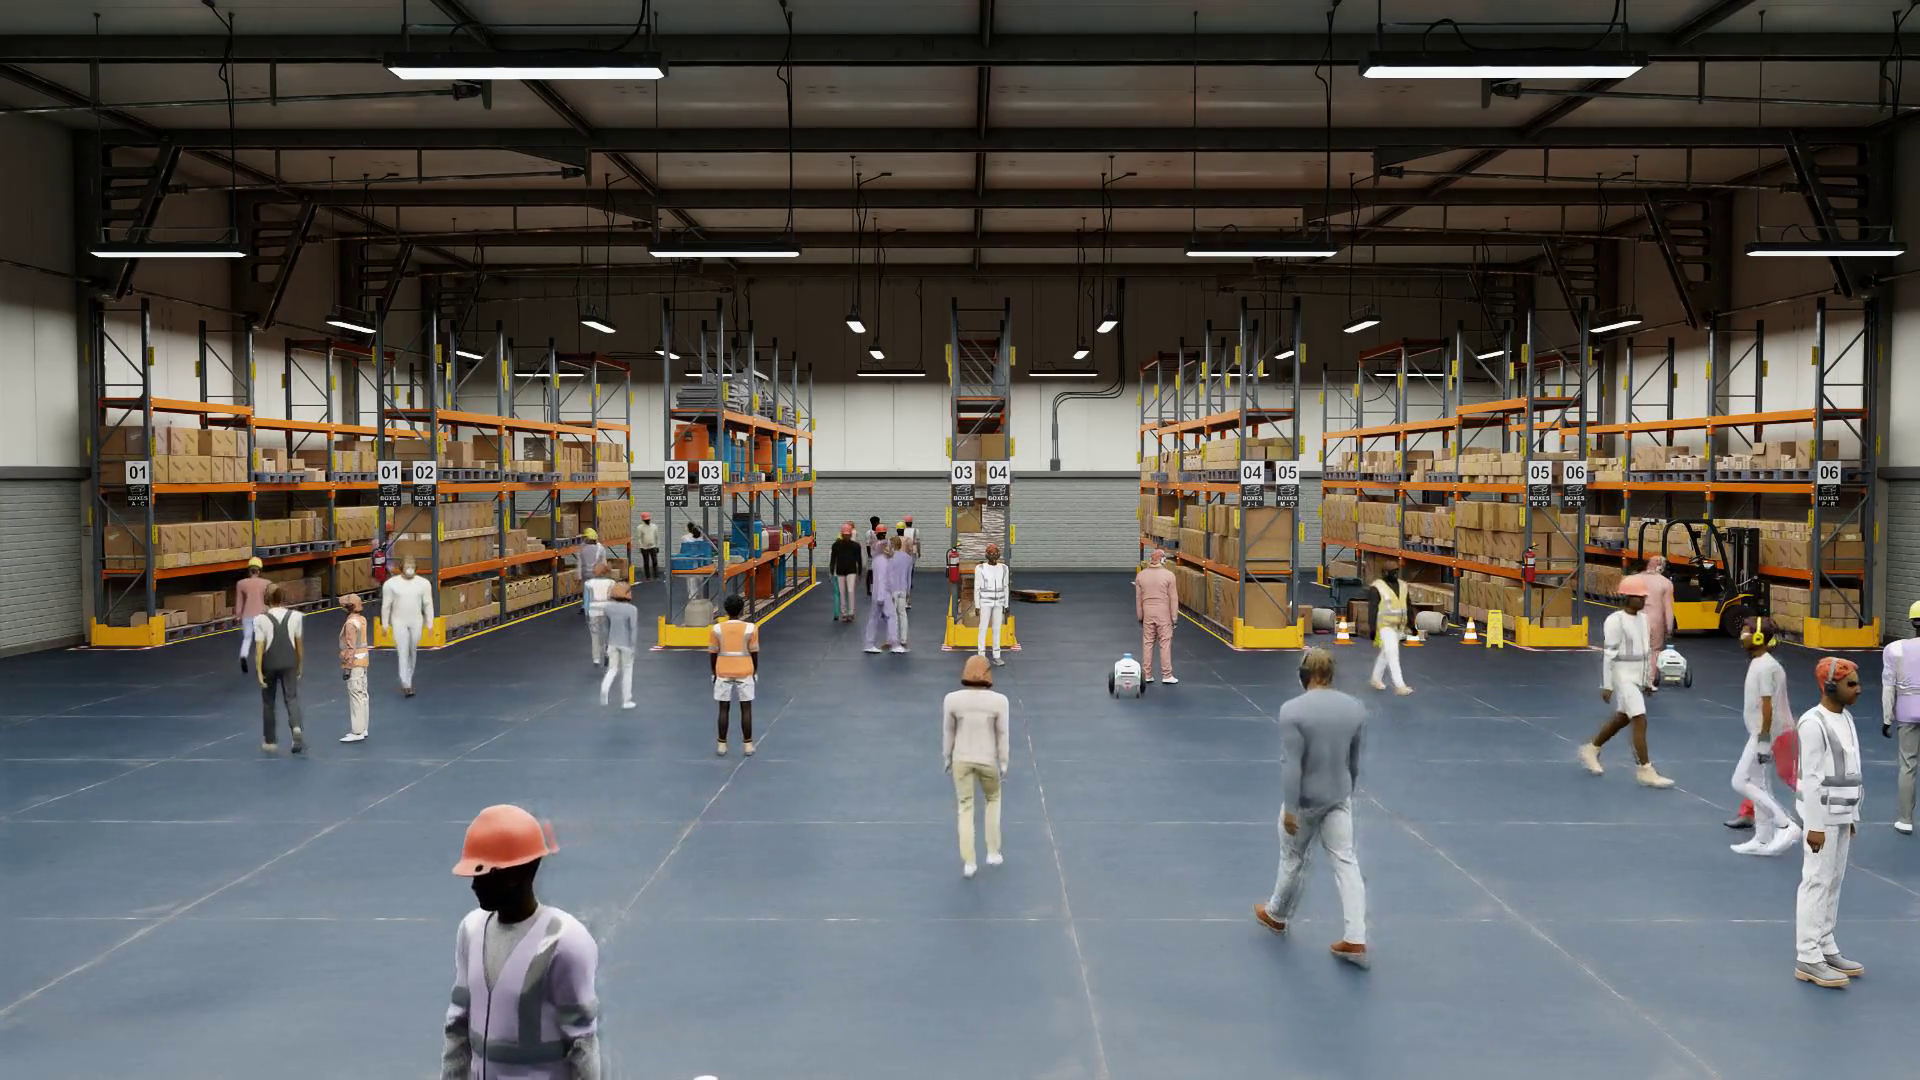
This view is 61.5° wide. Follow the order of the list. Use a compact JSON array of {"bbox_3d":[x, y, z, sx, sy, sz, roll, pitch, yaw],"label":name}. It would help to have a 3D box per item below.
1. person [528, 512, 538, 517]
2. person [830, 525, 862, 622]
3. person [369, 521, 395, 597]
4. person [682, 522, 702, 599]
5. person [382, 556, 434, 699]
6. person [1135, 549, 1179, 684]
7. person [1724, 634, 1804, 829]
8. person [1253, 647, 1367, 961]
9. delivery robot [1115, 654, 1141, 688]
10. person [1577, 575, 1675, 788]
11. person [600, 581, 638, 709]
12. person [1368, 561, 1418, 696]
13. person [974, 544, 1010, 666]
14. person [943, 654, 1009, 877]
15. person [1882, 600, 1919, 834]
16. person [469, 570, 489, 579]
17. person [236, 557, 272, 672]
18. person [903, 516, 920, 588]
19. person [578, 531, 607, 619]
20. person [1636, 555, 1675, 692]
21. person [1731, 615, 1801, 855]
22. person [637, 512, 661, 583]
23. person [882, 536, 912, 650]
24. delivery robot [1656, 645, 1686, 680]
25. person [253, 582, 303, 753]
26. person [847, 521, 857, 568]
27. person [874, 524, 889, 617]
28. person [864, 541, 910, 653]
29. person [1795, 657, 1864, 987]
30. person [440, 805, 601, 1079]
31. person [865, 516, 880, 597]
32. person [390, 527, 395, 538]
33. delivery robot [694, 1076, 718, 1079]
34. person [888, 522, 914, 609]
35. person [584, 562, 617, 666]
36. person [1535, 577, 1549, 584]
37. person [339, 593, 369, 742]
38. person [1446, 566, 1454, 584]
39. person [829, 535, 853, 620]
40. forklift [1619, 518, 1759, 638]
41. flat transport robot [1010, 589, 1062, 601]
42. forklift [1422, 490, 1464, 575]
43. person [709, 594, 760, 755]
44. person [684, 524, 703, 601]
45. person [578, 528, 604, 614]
[{"bbox_3d":[-12.065,0.171,45.370,0.965,1.931,0.638,2,3,43],"label":"person"},{"bbox_3d":[-2.313,0.677,32.400,0.625,1.953,0.945,0,2,7],"label":"person"},{"bbox_3d":[-11.778,0.612,33.116,0.632,2.029,0.580,0,2,10],"label":"person"},{"bbox_3d":[-6.394,0.478,38.711,0.565,1.844,0.741,0,2,4],"label":"person"},{"bbox_3d":[-7.371,1.149,21.593,0.641,1.877,1.042,-1,3,-31],"label":"person"},{"bbox_3d":[2.813,1.080,22.890,0.638,1.907,0.408,1,3,32],"label":"person"},{"bbox_3d":[6.776,1.553,13.378,0.761,1.712,0.534,0,2,4],"label":"person"},{"bbox_3d":[2.215,1.602,10.043,0.653,1.881,1.043,-1,2,-24],"label":"person"},{"bbox_3d":[2.245,1.769,21.645,0.477,0.478,0.707,0,2,5],"label":"delivery robot"},{"bbox_3d":[6.400,1.326,15.567,0.615,2.011,1.010,-2,3,-37],"label":"person"},{"bbox_3d":[-4.282,1.324,20.258,0.513,1.617,0.585,1,2,17],"label":"person"},{"bbox_3d":[5.850,1.174,21.946,0.633,1.801,0.950,-1,3,-29],"label":"person"},{"bbox_3d":[0.497,1.007,24.999,0.574,1.881,0.357,-1,2,-21],"label":"person"},{"bbox_3d":[0.126,1.656,12.040,0.502,1.613,0.619,0,2,6],"label":"person"},{"bbox_3d":[7.916,1.453,13.281,0.588,1.923,0.383,1,3,31],"label":"person"},{"bbox_3d":[-10.912,0.582,36.468,0.618,1.818,0.443,0,2,4],"label":"person"},{"bbox_3d":[-10.426,1.120,23.852,0.532,1.746,0.652,0,2,-10],"label":"person"},{"bbox_3d":[-1.341,0.302,42.582,0.545,1.904,0.935,0,2,7],"label":"person"},{"bbox_3d":[-7.547,0.718,33.135,0.606,1.817,0.523,0,2,4],"label":"person"},{"bbox_3d":[9.357,1.140,21.933,0.470,1.873,0.666,-2,3,-39],"label":"person"},{"bbox_3d":[6.181,1.514,12.490,0.432,1.860,0.552,1,2,24],"label":"person"},{"bbox_3d":[-8.522,0.211,44.315,0.634,1.939,0.803,-1,3,-25],"label":"person"},{"bbox_3d":[-1.088,0.891,27.346,0.621,1.933,0.375,-2,3,-42],"label":"person"},{"bbox_3d":[9.998,1.726,22.738,0.477,0.478,0.707,1,2,16],"label":"delivery robot"},{"bbox_3d":[-7.183,1.355,17.062,0.518,1.823,0.772,-2,3,-35],"label":"person"},{"bbox_3d":[-3.166,0.259,46.838,0.308,1.641,0.514,1,3,29],"label":"person"},{"bbox_3d":[-1.631,0.638,33.815,0.384,1.930,0.540,2,3,35],"label":"person"},{"bbox_3d":[-1.201,0.943,26.659,0.770,1.872,0.693,0,2,-10],"label":"person"},{"bbox_3d":[5.090,1.623,9.447,0.587,1.883,0.342,-2,3,-44],"label":"person"},{"bbox_3d":[-1.435,1.784,5.019,0.560,1.913,0.640,2,3,36],"label":"person"},{"bbox_3d":[-2.091,0.399,39.268,0.374,1.966,0.608,1,3,25],"label":"person"},{"bbox_3d":[-12.511,0.540,36.076,0.552,1.937,0.356,0,2,-2],"label":"person"},{"bbox_3d":[-1.004,2.375,6.391,0.477,0.478,0.707,-1,2,-23],"label":"delivery robot"},{"bbox_3d":[-1.320,0.560,35.703,0.590,1.926,0.388,0,2,1],"label":"person"},{"bbox_3d":[-5.530,1.145,24.888,0.523,1.610,0.745,-1,2,-18],"label":"person"},{"bbox_3d":[12.866,0.656,35.800,0.490,1.727,0.530,0,2,-12],"label":"person"},{"bbox_3d":[-6.711,1.409,17.898,0.309,1.640,0.513,0,2,-7],"label":"person"},{"bbox_3d":[11.602,0.460,38.205,0.607,1.927,0.587,0,2,0],"label":"person"},{"bbox_3d":[-2.406,0.751,32.948,0.533,1.762,0.329,0,2,-2],"label":"person"},{"bbox_3d":[13.417,0.684,29.791,2.313,2.155,1.214,0,2,0],"label":"forklift"},{"bbox_3d":[1.742,1.302,38.077,0.652,0.197,1.431,-1,3,-28],"label":"flat transport robot"},{"bbox_3d":[13.926,-0.371,47.846,1.873,2.768,1.129,0,2,0],"label":"forklift"},{"bbox_3d":[-2.381,1.420,17.035,0.539,1.693,0.319,0,2,2],"label":"person"},{"bbox_3d":[-6.092,0.545,37.384,0.628,1.830,0.519,0,2,6],"label":"person"},{"bbox_3d":[-7.861,0.661,34.307,0.588,1.834,0.403,1,2,13],"label":"person"}]
